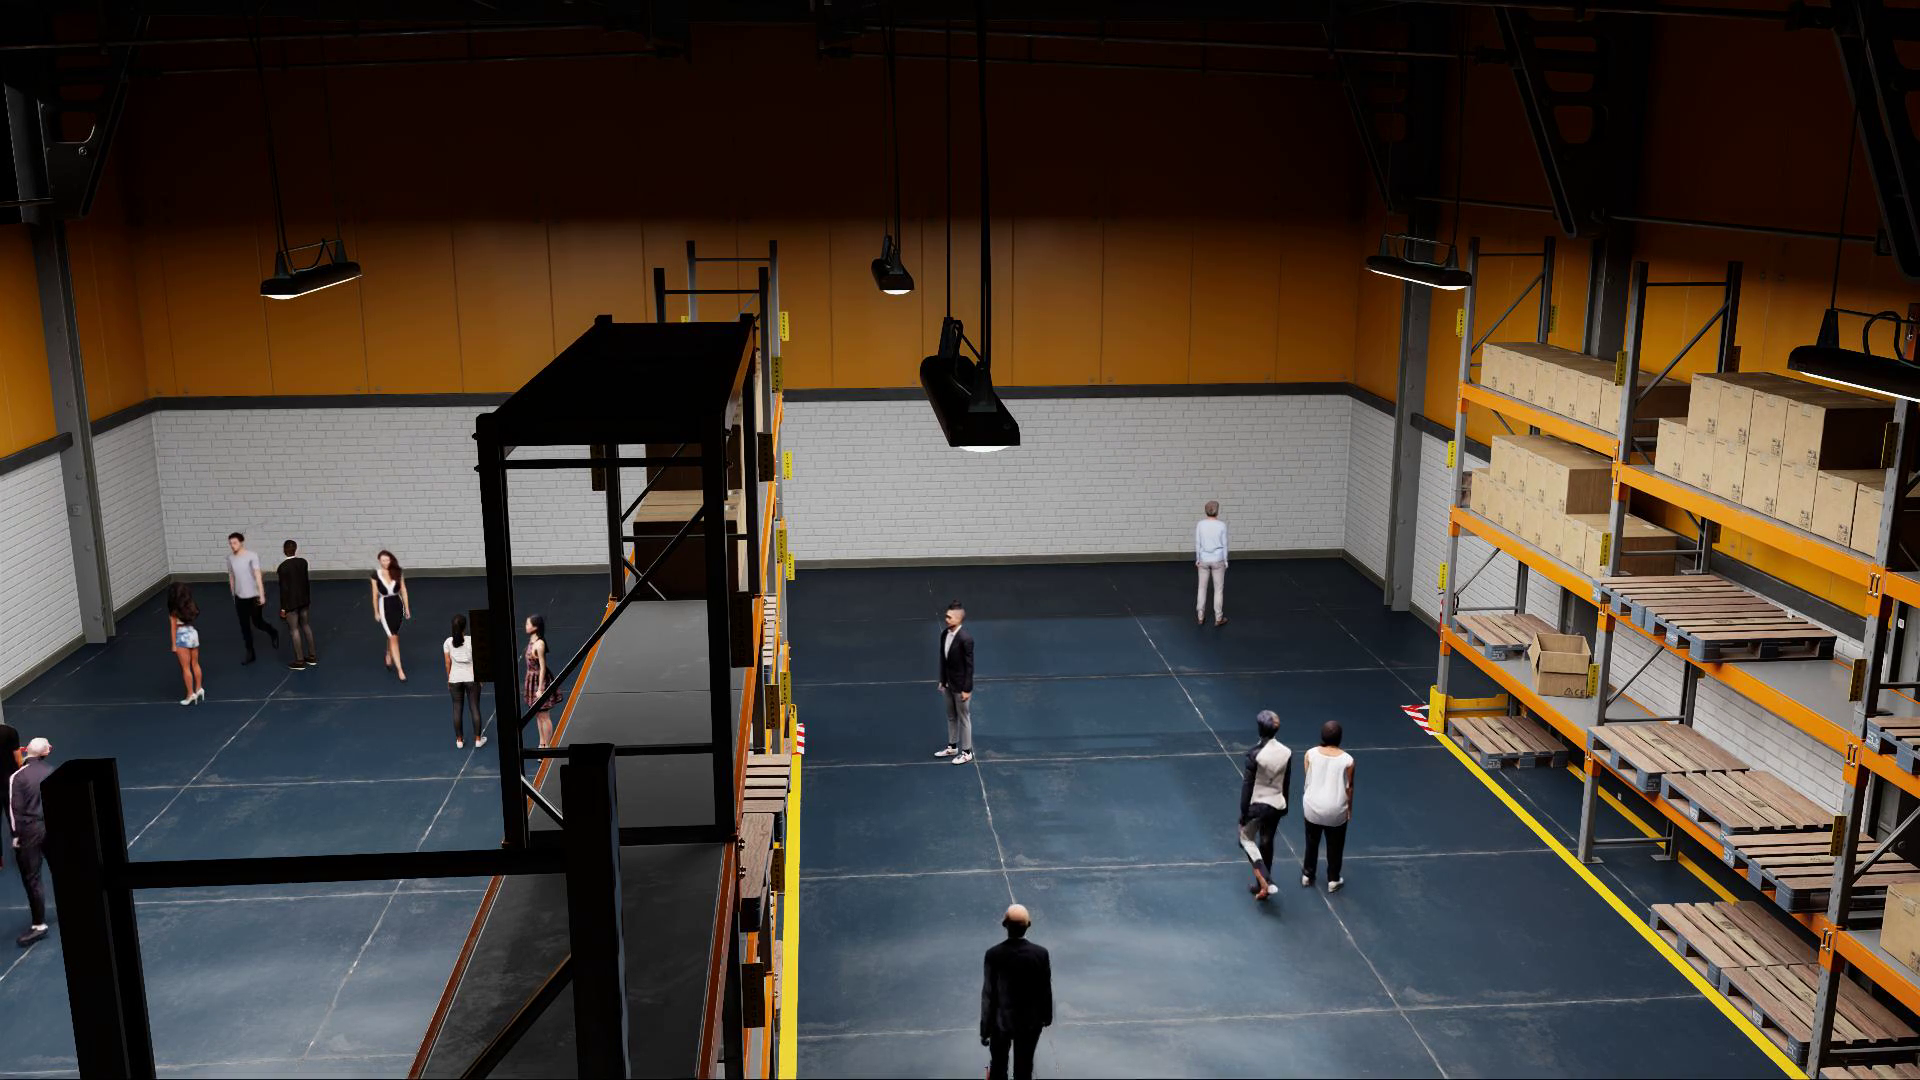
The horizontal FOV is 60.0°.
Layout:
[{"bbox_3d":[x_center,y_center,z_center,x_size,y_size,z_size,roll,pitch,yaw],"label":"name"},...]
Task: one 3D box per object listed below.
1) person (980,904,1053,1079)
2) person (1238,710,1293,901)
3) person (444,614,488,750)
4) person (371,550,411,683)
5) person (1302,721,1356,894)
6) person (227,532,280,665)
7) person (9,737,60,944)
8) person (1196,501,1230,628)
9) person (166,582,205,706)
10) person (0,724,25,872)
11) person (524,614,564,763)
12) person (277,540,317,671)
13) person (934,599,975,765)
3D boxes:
[{"bbox_3d":[0.407,3.526,11.931,0.707,1.759,1.112,-1,14,-6],"label":"person"},{"bbox_3d":[2.902,2.555,15.675,0.834,1.885,0.916,-5,15,-21],"label":"person"},{"bbox_3d":[-5.907,1.672,19.827,0.568,1.646,0.533,-2,14,-7],"label":"person"},{"bbox_3d":[-7.675,1.001,22.397,0.983,1.741,1.206,-10,17,-34],"label":"person"},{"bbox_3d":[3.551,2.555,16.099,0.766,1.685,0.800,8,16,29],"label":"person"},{"bbox_3d":[-9.840,0.773,23.123,0.820,1.843,1.002,1,14,4],"label":"person"},{"bbox_3d":[-8.400,2.730,15.136,0.994,1.799,0.766,2,14,9],"label":"person"},{"bbox_3d":[3.756,0.337,24.815,0.742,1.894,0.742,6,15,22],"label":"person"},{"bbox_3d":[-9.935,1.317,21.348,0.673,1.622,0.569,2,14,8],"label":"person"},{"bbox_3d":[-9.532,2.419,16.505,0.689,1.759,0.665,-5,15,-21],"label":"person"},{"bbox_3d":[-4.905,1.714,19.384,0.831,1.775,0.738,-7,15,-27],"label":"person"},{"bbox_3d":[-9.103,0.875,22.796,0.799,1.799,0.662,6,15,23],"label":"person"},{"bbox_3d":[-0.025,1.623,19.368,0.857,1.959,0.743,-10,17,-37],"label":"person"}]
